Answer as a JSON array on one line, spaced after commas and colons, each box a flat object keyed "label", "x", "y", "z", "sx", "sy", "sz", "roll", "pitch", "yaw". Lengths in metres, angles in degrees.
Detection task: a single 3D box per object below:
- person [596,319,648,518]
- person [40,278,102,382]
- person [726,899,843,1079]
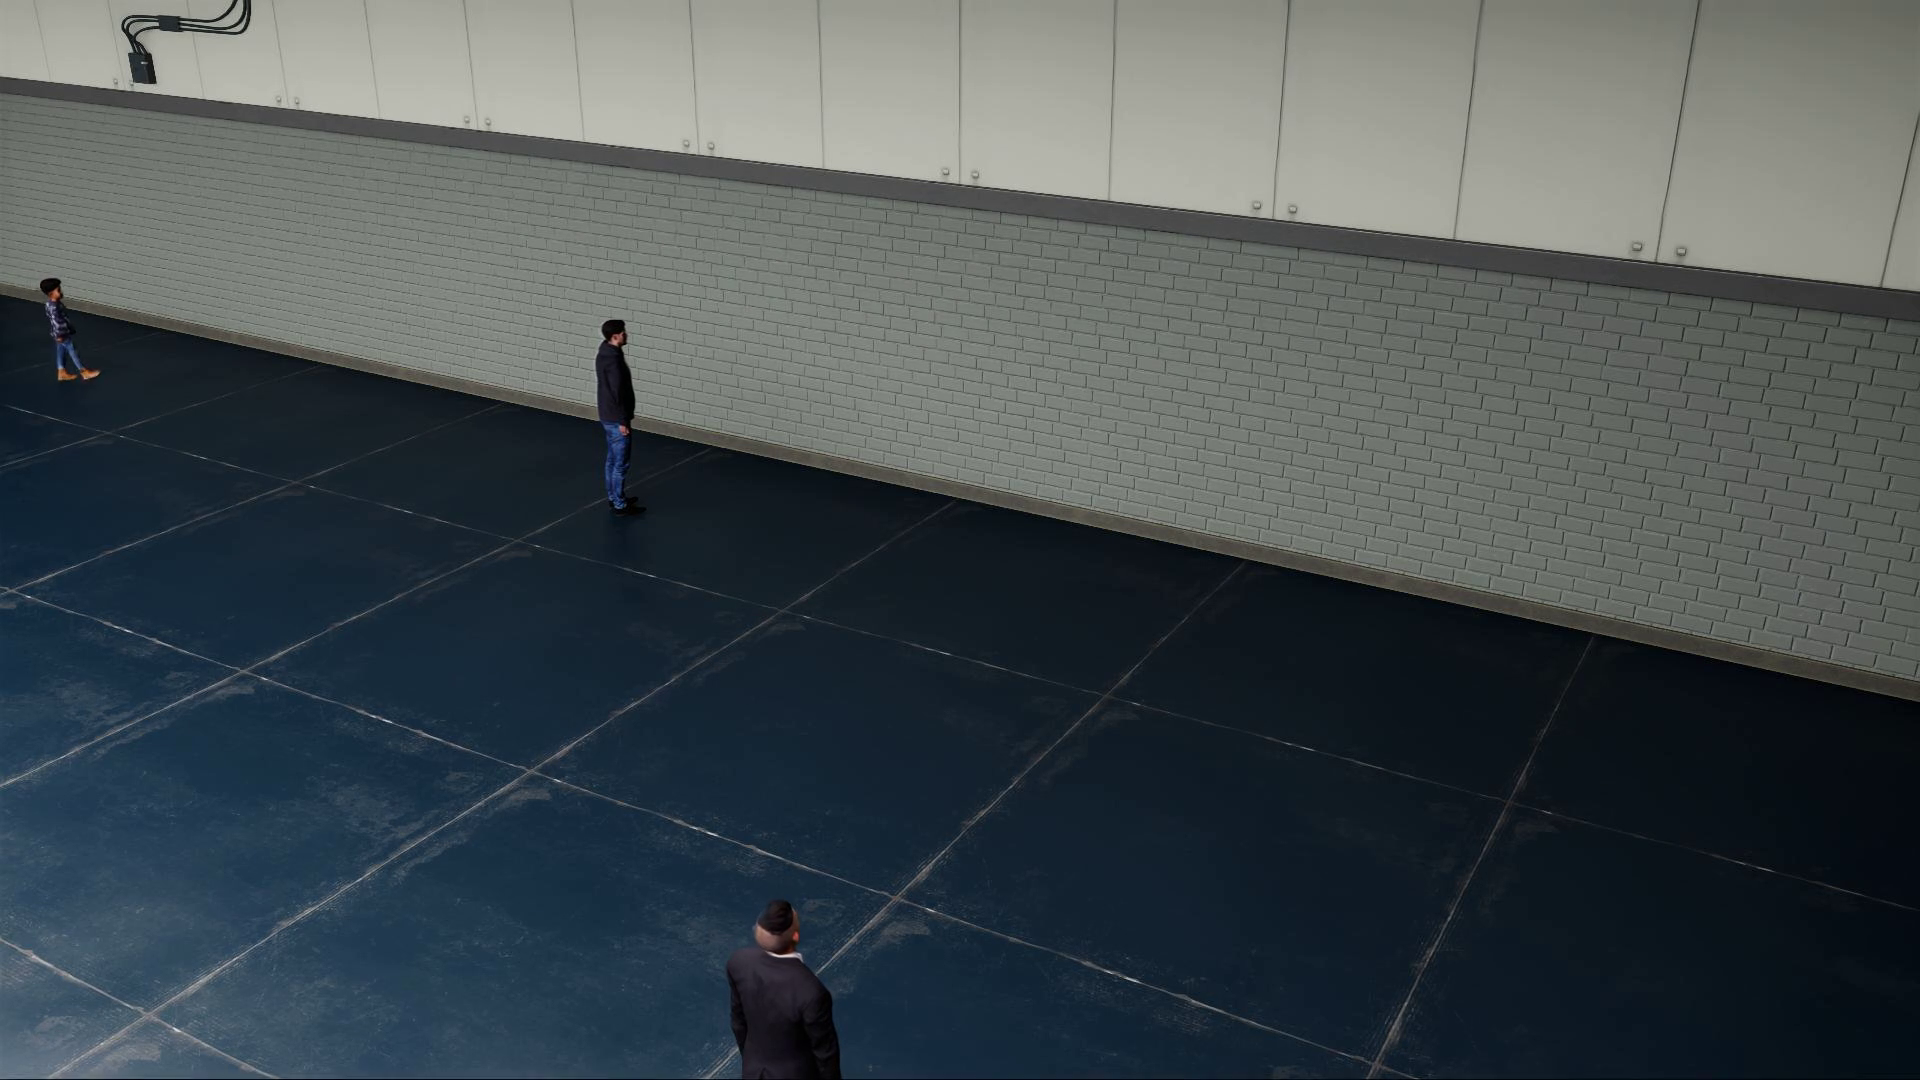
[{"label": "person", "x": -3.246, "y": -1.161, "z": 15.669, "sx": 0.779, "sy": 1.892, "sz": 0.763, "roll": -10, "pitch": 25, "yaw": -22}, {"label": "person", "x": -10.623, "y": -2.460, "z": 19.562, "sx": 0.804, "sy": 1.237, "sz": 0.741, "roll": -6, "pitch": 24, "yaw": -15}, {"label": "person", "x": -0.773, "y": 2.361, "z": 7.323, "sx": 0.693, "sy": 1.943, "sz": 0.573, "roll": 13, "pitch": 26, "yaw": 28}]
